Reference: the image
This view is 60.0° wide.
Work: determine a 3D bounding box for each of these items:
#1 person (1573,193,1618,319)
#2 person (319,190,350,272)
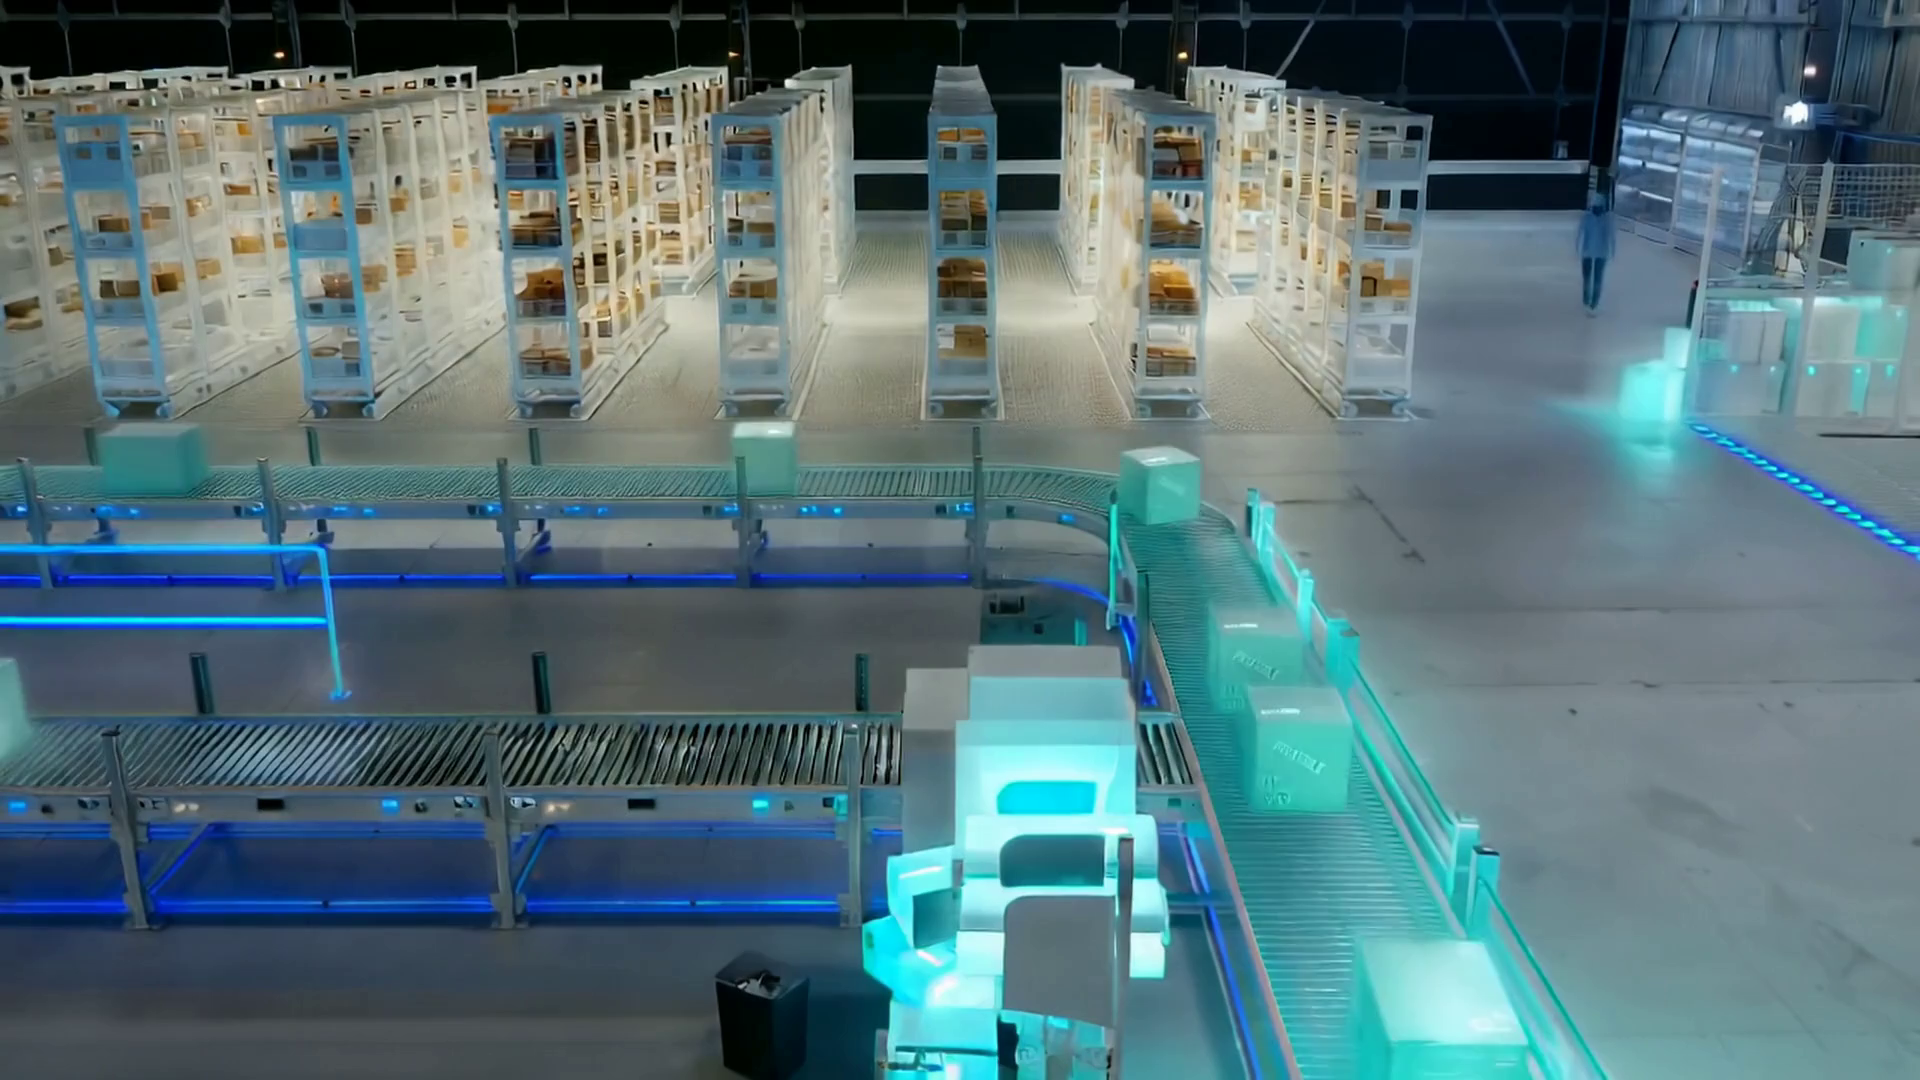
[{"bbox_3d":[10.023,-4.491,26.308,0.646,1.949,0.970,9,20,26],"label":"person"},{"bbox_3d":[-11.086,-5.487,29.622,0.628,1.799,0.802,-3,18,-8],"label":"person"}]
